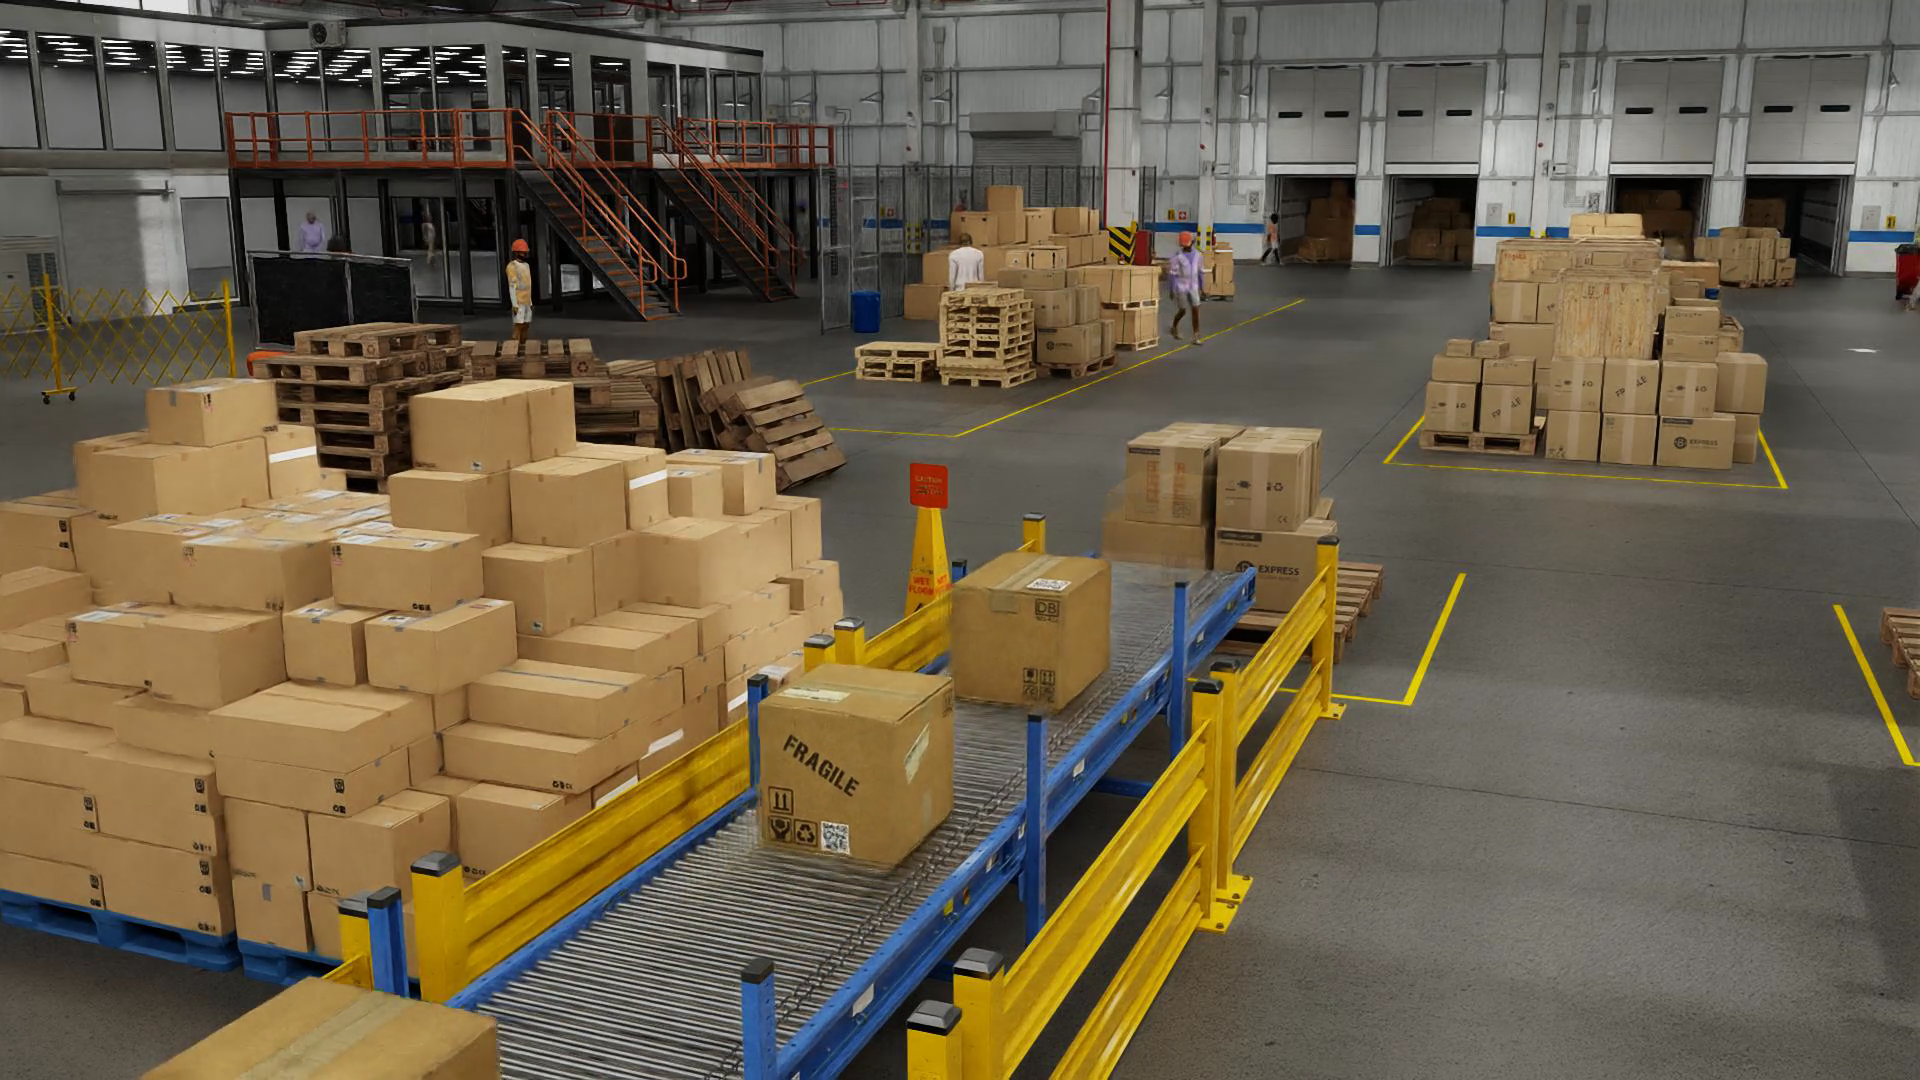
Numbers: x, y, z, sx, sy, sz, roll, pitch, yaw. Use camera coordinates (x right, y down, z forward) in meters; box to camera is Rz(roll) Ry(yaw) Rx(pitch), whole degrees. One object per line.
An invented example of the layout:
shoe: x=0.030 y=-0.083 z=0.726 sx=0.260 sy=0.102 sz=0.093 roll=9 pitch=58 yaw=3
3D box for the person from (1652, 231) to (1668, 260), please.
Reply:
person: x=13.564 y=-5.124 z=32.558 sx=0.956 sy=1.818 sz=0.554 roll=1 pitch=13 yaw=5

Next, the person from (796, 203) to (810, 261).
person: x=-5.256 y=-10.216 z=55.163 sx=0.627 sy=1.930 sz=0.611 roll=10 pitch=16 yaw=38

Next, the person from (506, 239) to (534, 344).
person: x=-6.844 y=-3.727 z=26.038 sx=0.356 sy=1.937 sz=0.552 roll=3 pitch=13 yaw=14

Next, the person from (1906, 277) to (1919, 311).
person: x=20.844 y=-5.776 z=35.567 sx=0.977 sy=1.789 sz=0.618 roll=12 pitch=17 yaw=43

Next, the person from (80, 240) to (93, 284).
person: x=-23.083 y=-7.647 z=43.785 sx=0.552 sy=1.858 sz=0.436 roll=2 pitch=13 yaw=8

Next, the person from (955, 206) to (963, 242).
person: x=-0.007 y=-8.456 z=47.119 sx=0.622 sy=1.992 sz=0.395 roll=4 pitch=13 yaw=19

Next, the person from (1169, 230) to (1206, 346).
person: x=3.930 y=-4.396 z=28.909 sx=0.672 sy=2.004 sz=0.822 roll=-5 pitch=13 yaw=-19

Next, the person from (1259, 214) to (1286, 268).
person: x=9.691 y=-9.290 z=51.636 sx=0.885 sy=1.649 sz=0.531 roll=5 pitch=13 yaw=21

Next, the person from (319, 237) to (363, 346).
person: x=-9.499 y=-3.632 z=25.376 sx=0.992 sy=2.000 sz=0.696 roll=11 pitch=17 yaw=40

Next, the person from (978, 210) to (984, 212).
person: x=0.525 y=-8.965 z=49.822 sx=0.889 sy=1.813 sz=0.629 roll=-4 pitch=13 yaw=-16

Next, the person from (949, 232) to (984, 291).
person: x=0.109 y=-4.370 z=28.929 sx=0.627 sy=1.936 sz=0.373 roll=-3 pitch=13 yaw=-11
